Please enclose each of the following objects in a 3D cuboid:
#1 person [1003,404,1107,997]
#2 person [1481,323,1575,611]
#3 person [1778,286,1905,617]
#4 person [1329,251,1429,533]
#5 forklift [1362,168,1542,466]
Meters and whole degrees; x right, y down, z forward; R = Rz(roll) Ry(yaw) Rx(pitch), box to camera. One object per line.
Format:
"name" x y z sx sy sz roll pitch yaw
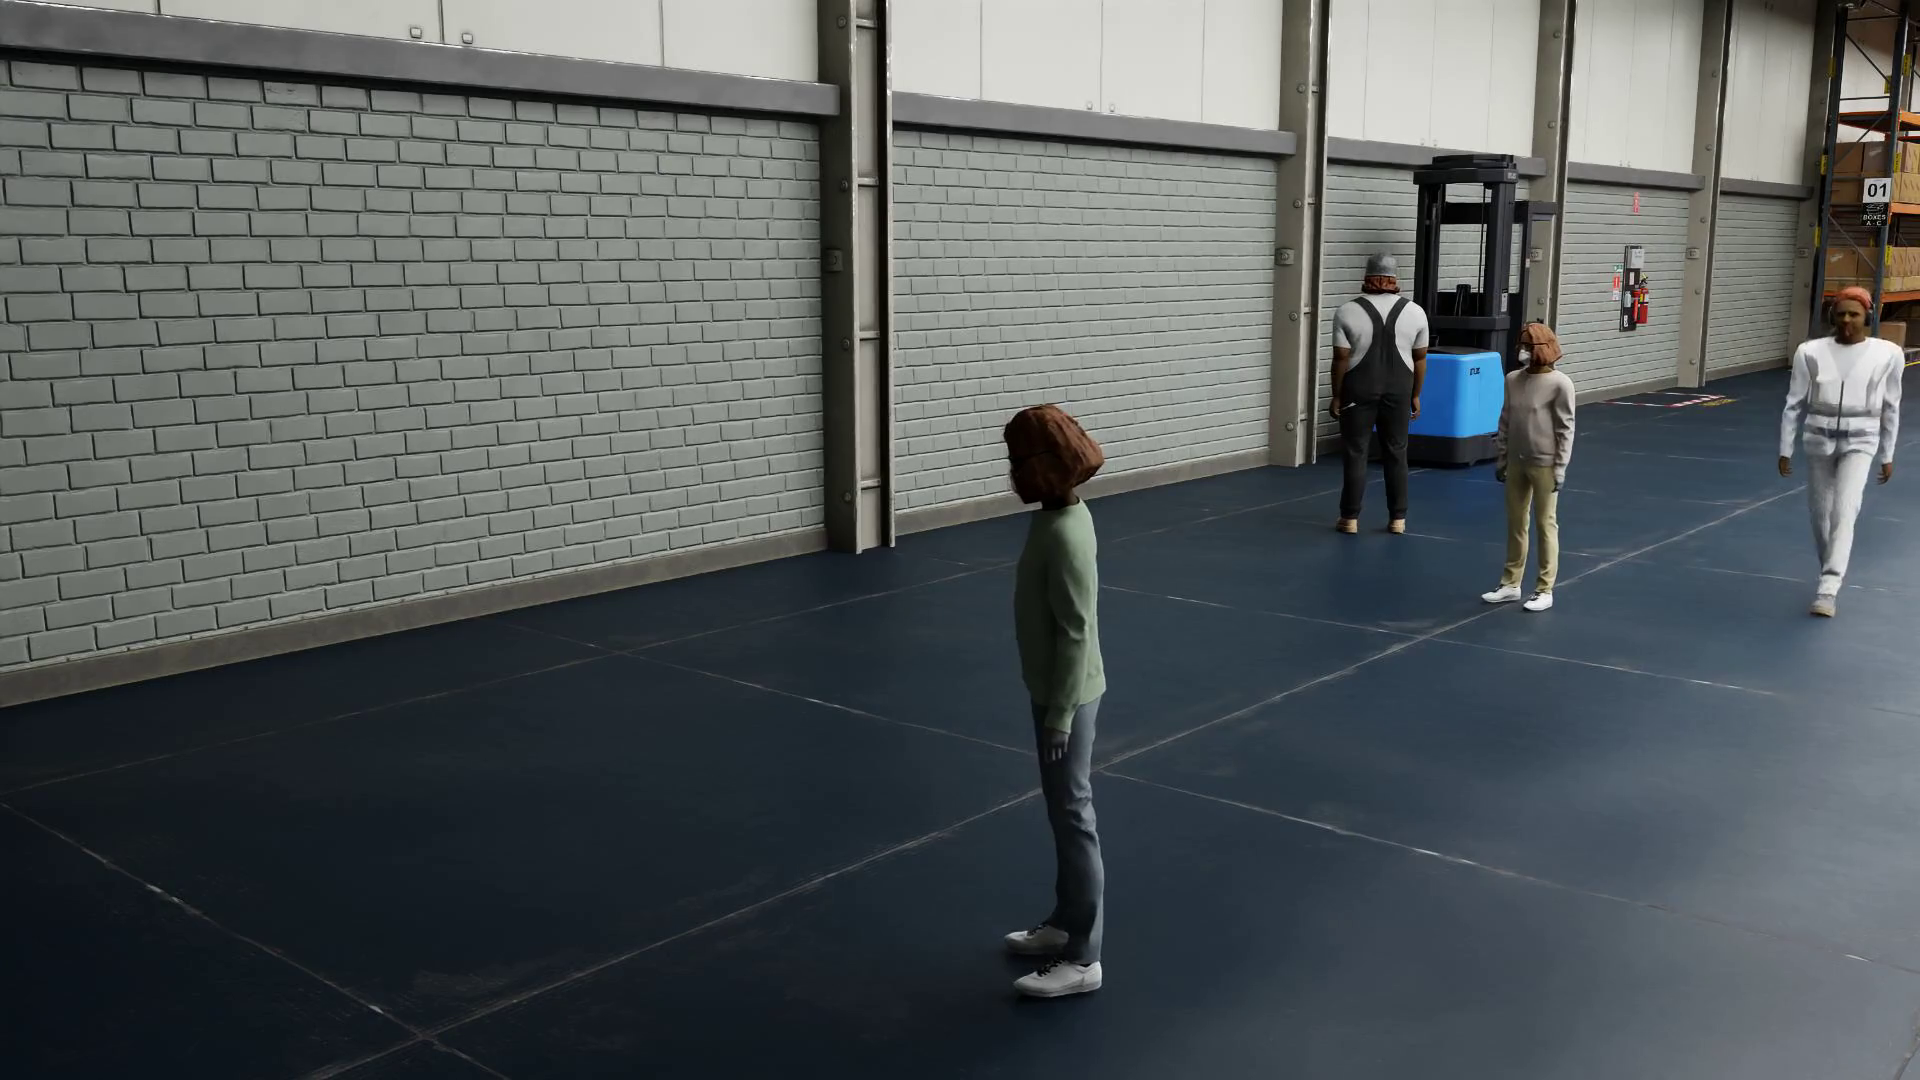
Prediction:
"person" 0.259 0.440 4.611 0.287 1.632 0.502 0 10 0
"person" 3.267 -0.420 9.508 0.285 1.633 0.501 -5 11 -28
"person" 5.078 -0.542 9.608 0.587 1.851 0.934 7 12 35
"person" 3.012 -1.057 12.099 0.689 2.000 0.537 0 10 2
"forklift" 4.875 -2.212 16.287 1.129 2.768 1.873 8 13 40
